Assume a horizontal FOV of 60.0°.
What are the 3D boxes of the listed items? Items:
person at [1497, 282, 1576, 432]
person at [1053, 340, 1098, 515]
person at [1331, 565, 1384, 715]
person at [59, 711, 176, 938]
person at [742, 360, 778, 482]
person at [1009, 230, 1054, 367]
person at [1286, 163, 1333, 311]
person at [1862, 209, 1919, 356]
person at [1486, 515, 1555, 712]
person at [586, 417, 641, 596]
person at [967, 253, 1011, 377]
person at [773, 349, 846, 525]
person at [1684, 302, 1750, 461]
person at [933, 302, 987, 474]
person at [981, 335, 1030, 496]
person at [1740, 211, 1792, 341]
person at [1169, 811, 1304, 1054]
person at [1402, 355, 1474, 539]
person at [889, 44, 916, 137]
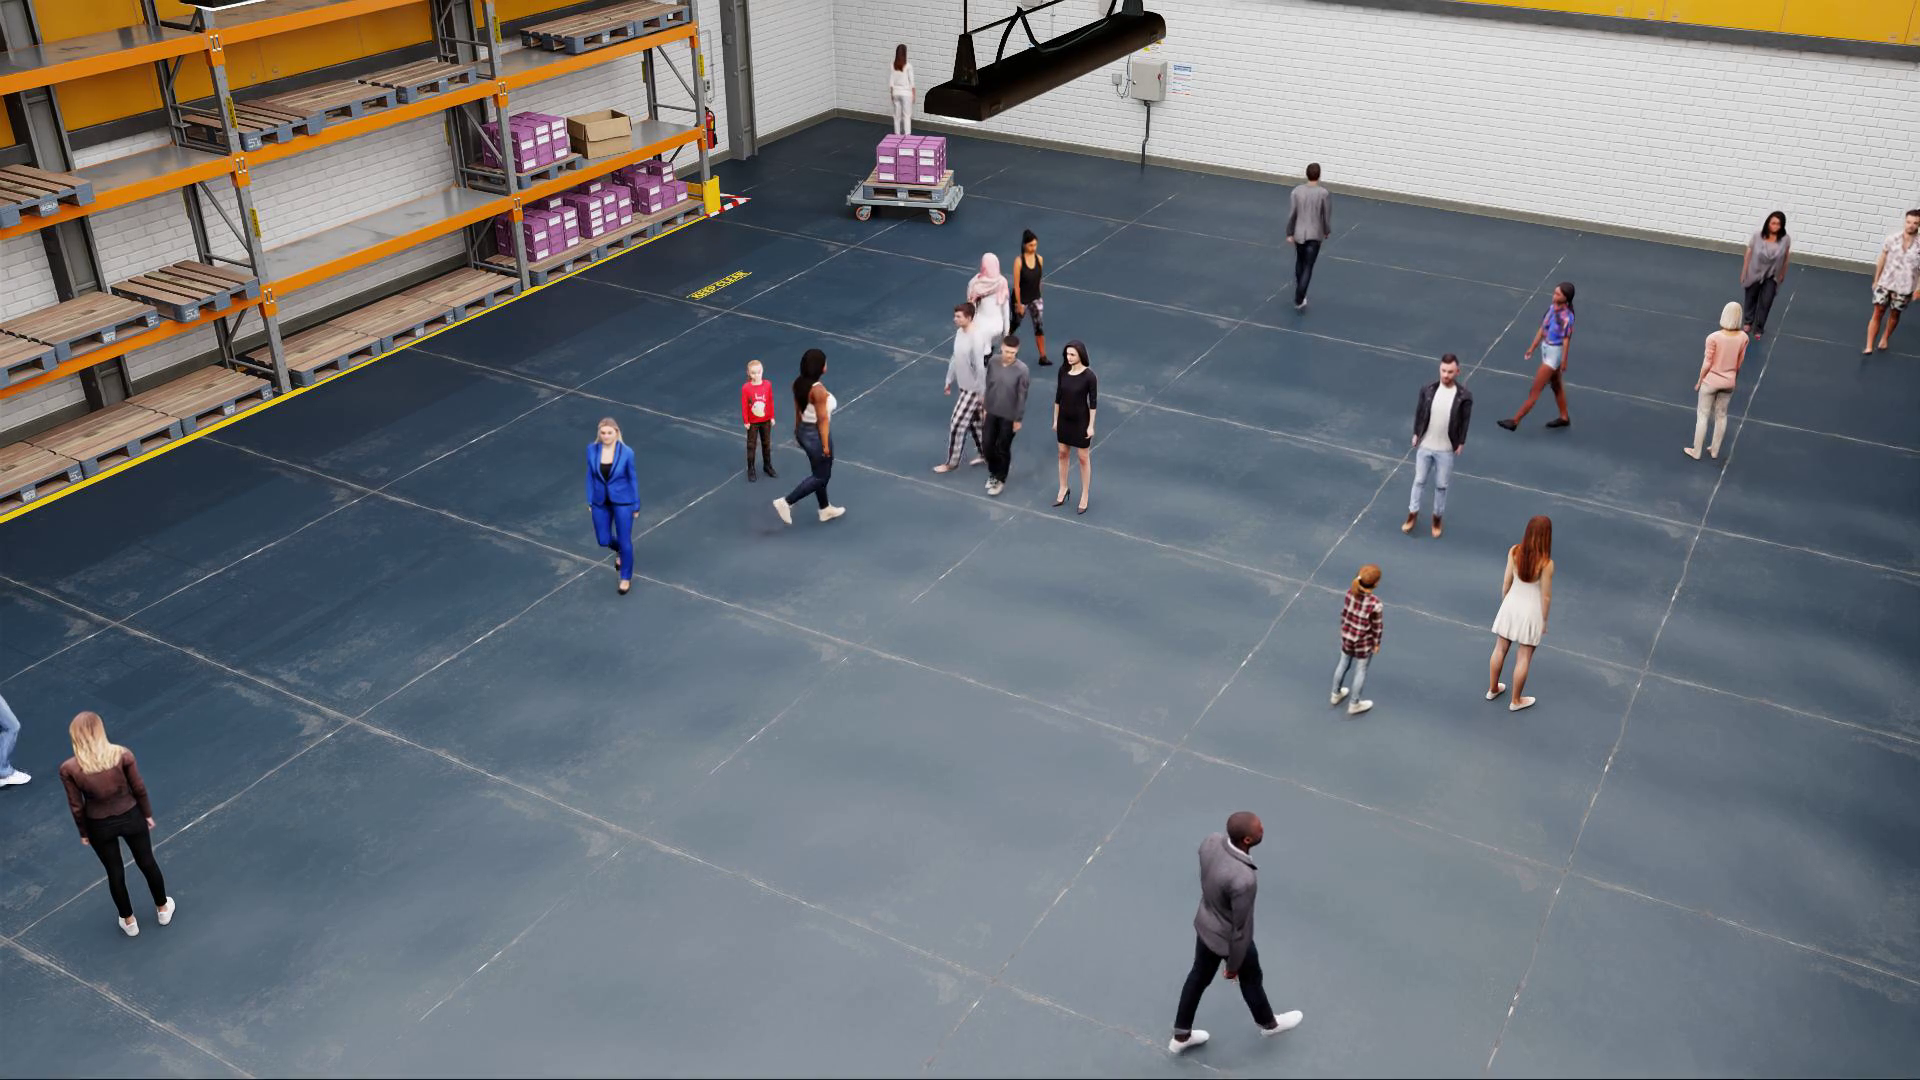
[{"bbox_3d":[6.494,-1.954,18.000,1.091,1.695,1.136,-3,29,-5],"label":"person"},{"bbox_3d":[1.132,-1.122,16.361,0.627,1.803,0.520,19,34,31],"label":"person"},{"bbox_3d":[3.205,0.783,13.394,0.590,1.301,0.595,-21,35,-33],"label":"person"},{"bbox_3d":[-5.579,1.870,10.981,0.620,1.703,0.735,-15,32,-25],"label":"person"},{"bbox_3d":[-2.076,-1.247,17.136,0.560,1.281,0.641,-14,32,-24],"label":"person"},{"bbox_3d":[0.736,-2.888,19.789,1.124,1.622,1.016,-16,32,-27],"label":"person"},{"bbox_3d":[4.460,-3.863,21.366,0.678,1.823,1.169,15,32,25],"label":"person"},{"bbox_3d":[11.306,-3.110,20.038,0.723,1.772,1.100,17,33,29],"label":"person"},{"bbox_3d":[4.518,0.569,13.358,0.618,1.711,0.627,-22,36,-35],"label":"person"},{"bbox_3d":[-3.118,-0.360,15.082,0.803,1.691,0.879,3,29,5],"label":"person"},{"bbox_3d":[0.333,-2.281,18.529,1.181,1.761,1.186,-10,30,-17],"label":"person"},{"bbox_3d":[-1.493,-0.942,16.057,1.119,1.778,0.967,-14,32,-24],"label":"person"},{"bbox_3d":[7.951,-1.670,17.449,0.682,1.724,0.705,-2,29,-4],"label":"person"},{"bbox_3d":[0.186,-1.593,17.203,1.109,1.824,0.997,-12,31,-21],"label":"person"},{"bbox_3d":[0.476,-1.283,16.722,0.683,1.741,0.608,16,32,27],"label":"person"},{"bbox_3d":[9.981,-3.333,20.644,0.657,1.583,0.850,14,31,23],"label":"person"},{"bbox_3d":[1.500,2.386,9.956,1.216,1.779,1.104,-12,31,-20],"label":"person"},{"bbox_3d":[4.585,-0.928,15.972,0.672,1.836,0.571,13,31,22],"label":"person"},{"bbox_3d":[-0.981,-7.592,28.344,0.633,1.688,0.569,11,30,19],"label":"person"}]
